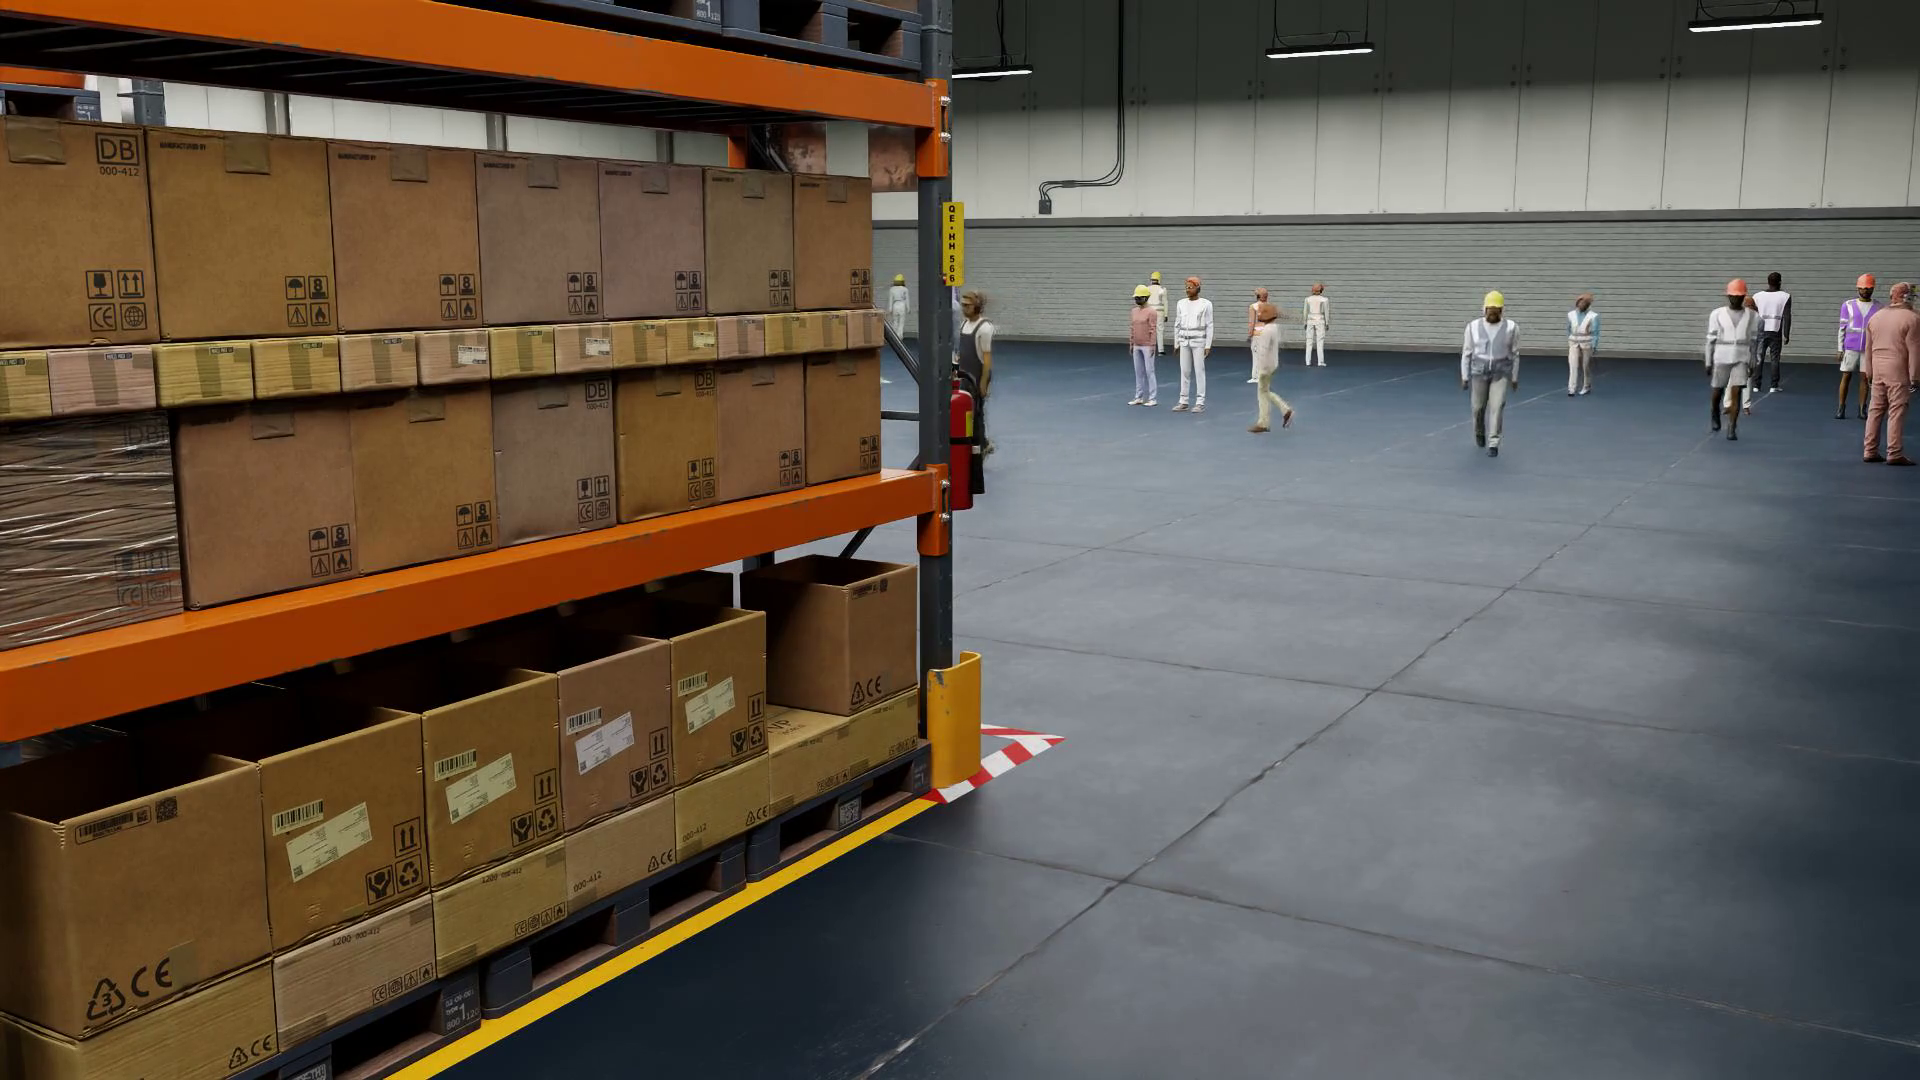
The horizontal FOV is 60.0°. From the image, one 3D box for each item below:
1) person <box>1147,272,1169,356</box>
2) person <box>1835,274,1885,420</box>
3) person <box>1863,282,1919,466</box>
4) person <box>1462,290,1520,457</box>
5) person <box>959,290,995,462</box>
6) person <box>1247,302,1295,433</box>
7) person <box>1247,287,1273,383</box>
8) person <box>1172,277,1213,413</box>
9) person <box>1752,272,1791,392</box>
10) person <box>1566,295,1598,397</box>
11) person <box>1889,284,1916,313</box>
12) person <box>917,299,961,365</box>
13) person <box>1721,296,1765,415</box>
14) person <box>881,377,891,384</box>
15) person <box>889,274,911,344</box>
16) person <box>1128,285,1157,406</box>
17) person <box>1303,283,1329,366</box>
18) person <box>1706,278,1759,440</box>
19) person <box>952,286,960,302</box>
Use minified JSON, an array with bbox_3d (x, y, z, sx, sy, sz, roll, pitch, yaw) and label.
[{"bbox_3d":[4.282,-4.941,36.375,0.586,1.834,0.403,4,11,23],"label":"person"},{"bbox_3d":[12.000,-2.567,22.168,0.542,1.939,0.363,4,10,22],"label":"person"},{"bbox_3d":[9.782,-1.733,17.384,0.401,1.904,0.650,-3,10,-17],"label":"person"},{"bbox_3d":[5.850,-1.845,18.348,0.602,1.811,0.752,4,10,20],"label":"person"},{"bbox_3d":[0.131,-1.607,16.843,0.416,1.836,0.534,-6,11,-30],"label":"person"},{"bbox_3d":[3.816,-2.112,20.414,0.479,1.617,0.522,5,11,25],"label":"person"},{"bbox_3d":[5.149,-3.501,28.496,0.522,1.645,0.306,-6,11,-30],"label":"person"},{"bbox_3d":[3.243,-2.718,23.209,0.583,1.882,0.338,8,12,38],"label":"person"},{"bbox_3d":[12.994,-3.329,26.692,0.597,1.915,0.370,7,12,37],"label":"person"},{"bbox_3d":[9.726,-3.030,25.960,0.521,1.568,0.928,7,12,34],"label":"person"},{"bbox_3d":[14.260,-3.028,25.394,0.541,1.751,0.368,4,11,24],"label":"person"},{"bbox_3d":[-0.240,-2.410,21.245,0.635,1.938,0.359,5,11,29],"label":"person"},{"bbox_3d":[10.755,-2.531,22.849,0.501,1.631,0.285,5,11,28],"label":"person"},{"bbox_3d":[-1.670,-3.476,28.137,0.916,1.721,0.542,0,10,1],"label":"person"},{"bbox_3d":[-1.461,-5.677,41.002,0.496,1.736,0.482,4,11,23],"label":"person"},{"bbox_3d":[2.652,-2.823,24.205,0.350,1.759,0.522,-7,12,-37],"label":"person"},{"bbox_3d":[7.046,-4.251,32.900,0.523,1.638,0.311,6,11,31],"label":"person"},{"bbox_3d":[9.229,-2.167,19.914,0.550,1.918,0.748,3,10,18],"label":"person"},{"bbox_3d":[-0.202,-5.729,40.769,0.406,1.910,0.639,-4,10,-20],"label":"person"}]
